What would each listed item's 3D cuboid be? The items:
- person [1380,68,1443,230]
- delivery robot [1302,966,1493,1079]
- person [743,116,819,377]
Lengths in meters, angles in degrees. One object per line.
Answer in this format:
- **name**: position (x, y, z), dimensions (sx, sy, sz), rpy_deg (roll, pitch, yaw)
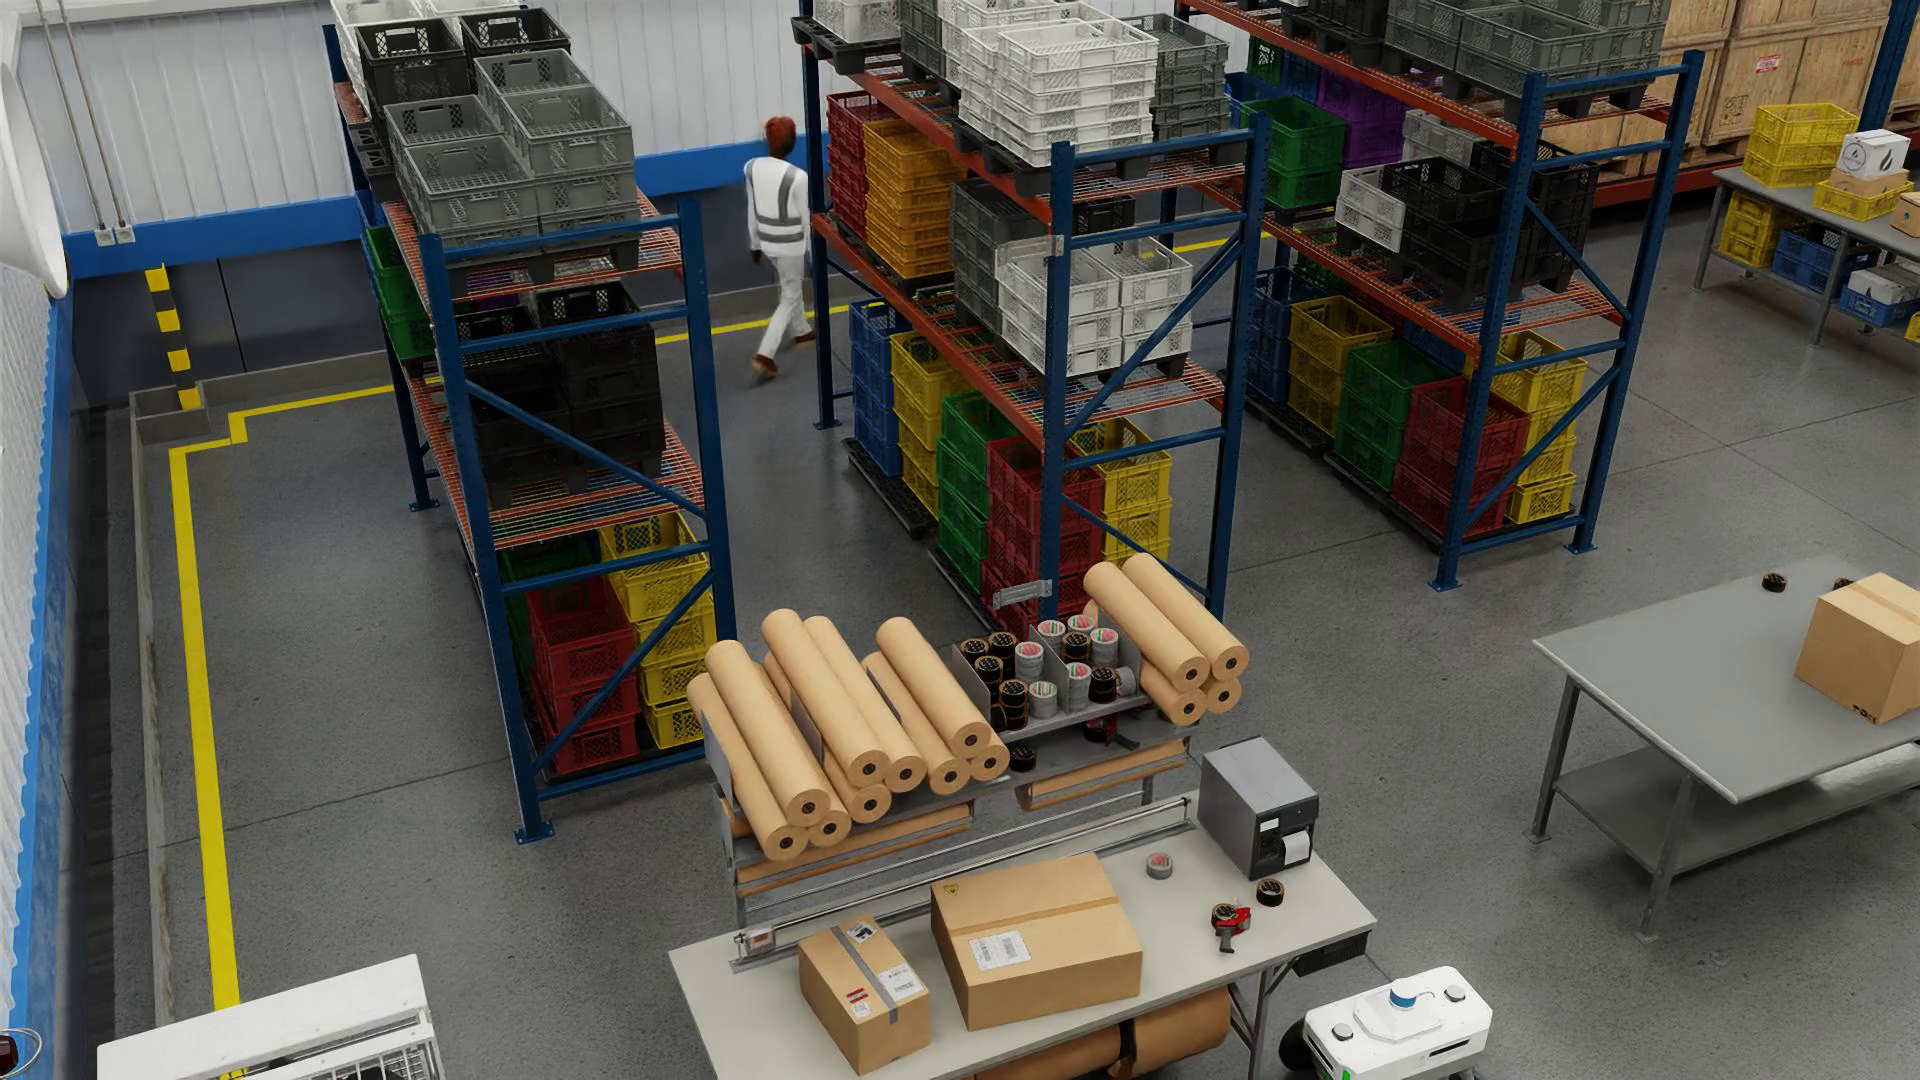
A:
- **person**: position (3.687, -3.406, 13.907), dimensions (0.370, 1.933, 0.626), rpy_deg (-26, 40, -35)
- **delivery robot**: position (1.701, 1.915, 6.479), dimensions (0.707, 0.478, 0.477), rpy_deg (-12, 34, -19)
- **person**: position (-1.281, -2.105, 11.874), dimensions (0.581, 1.853, 0.903), rpy_deg (24, 39, 33)
